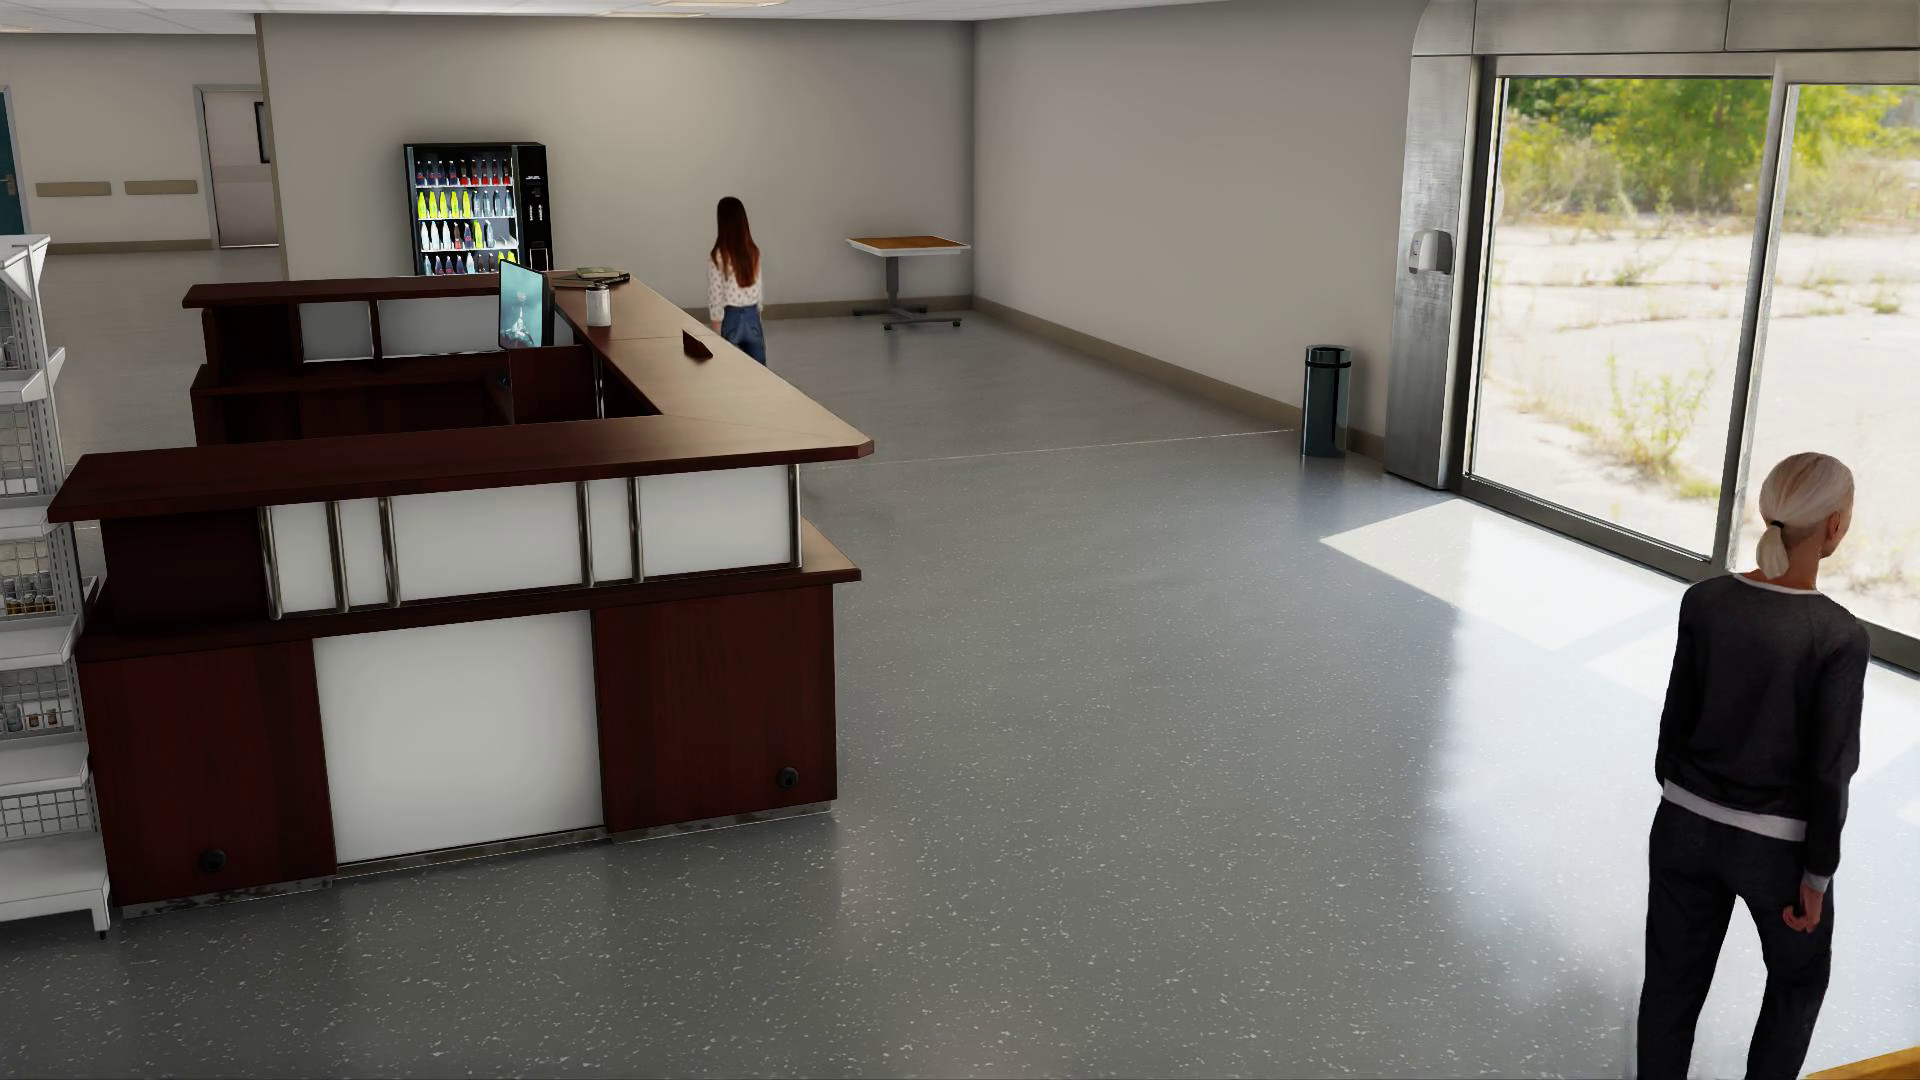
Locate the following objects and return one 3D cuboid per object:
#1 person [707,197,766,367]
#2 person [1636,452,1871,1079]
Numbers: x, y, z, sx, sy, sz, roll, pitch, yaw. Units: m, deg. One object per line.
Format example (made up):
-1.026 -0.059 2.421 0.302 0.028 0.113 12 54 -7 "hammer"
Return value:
-1.375 -1.310 10.664 1.053 1.701 0.781 -10 18 -31 "person"
1.679 0.662 3.649 0.757 1.711 0.800 15 22 43 "person"
